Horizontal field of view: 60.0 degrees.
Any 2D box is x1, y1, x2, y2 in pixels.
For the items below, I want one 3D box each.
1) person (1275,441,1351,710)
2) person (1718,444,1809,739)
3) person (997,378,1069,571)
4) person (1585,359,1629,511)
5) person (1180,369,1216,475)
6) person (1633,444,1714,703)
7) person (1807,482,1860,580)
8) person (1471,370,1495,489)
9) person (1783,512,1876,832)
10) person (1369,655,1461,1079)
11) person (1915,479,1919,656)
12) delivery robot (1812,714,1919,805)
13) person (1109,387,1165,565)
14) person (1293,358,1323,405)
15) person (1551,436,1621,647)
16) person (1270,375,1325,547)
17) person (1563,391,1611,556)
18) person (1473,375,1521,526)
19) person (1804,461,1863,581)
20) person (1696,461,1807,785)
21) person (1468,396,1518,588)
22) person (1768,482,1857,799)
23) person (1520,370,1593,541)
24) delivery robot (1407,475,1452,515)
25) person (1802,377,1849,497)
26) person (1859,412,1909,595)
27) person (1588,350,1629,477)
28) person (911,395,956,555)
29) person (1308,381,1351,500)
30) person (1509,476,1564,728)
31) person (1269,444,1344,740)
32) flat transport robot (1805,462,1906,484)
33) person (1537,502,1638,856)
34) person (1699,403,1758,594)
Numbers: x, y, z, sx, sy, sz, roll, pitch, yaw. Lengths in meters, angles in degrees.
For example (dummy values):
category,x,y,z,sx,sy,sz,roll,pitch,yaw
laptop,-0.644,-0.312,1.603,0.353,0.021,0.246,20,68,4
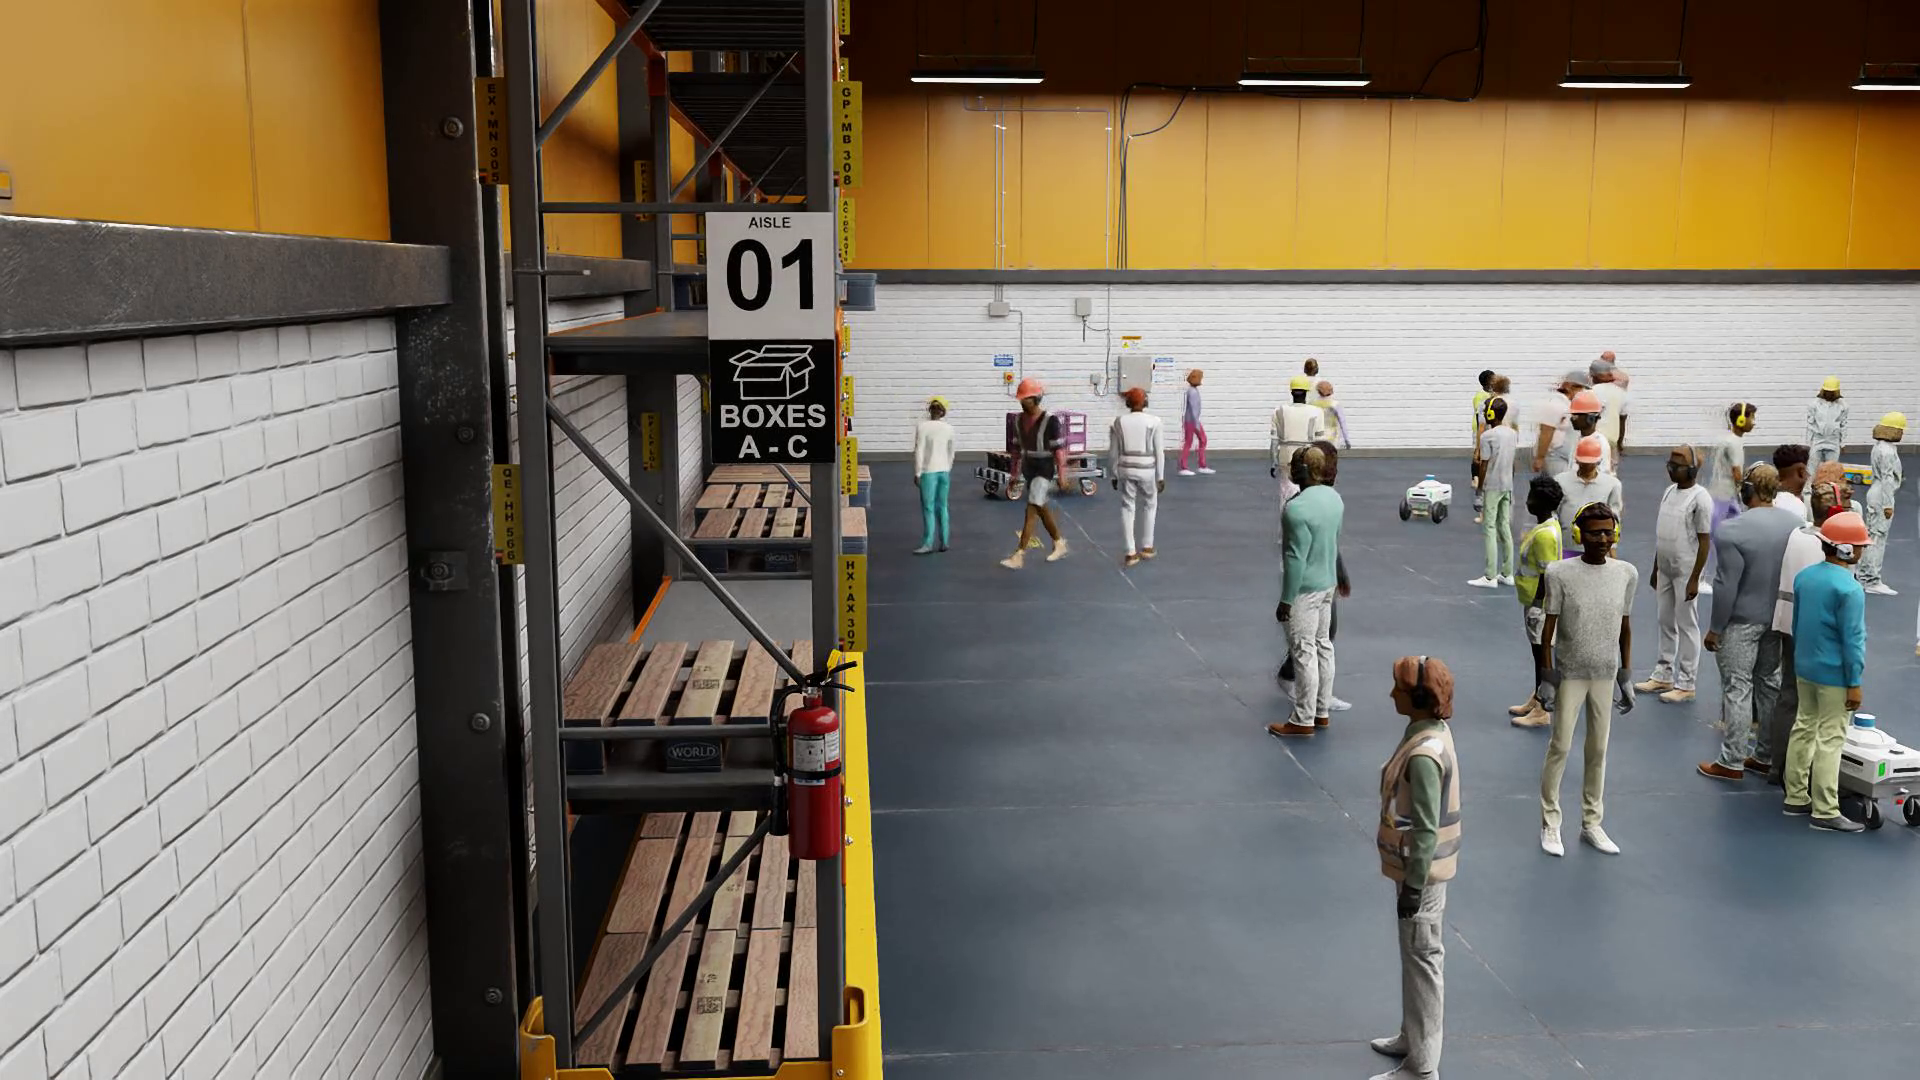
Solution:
category,x,y,z,sx,sy,sz,roll,pitch,yaw
person,2.510,0.260,11.626,0.501,1.871,0.651,7,11,36
person,5.339,0.327,11.051,0.563,1.923,0.693,2,9,10
person,0.792,-0.697,17.296,1.070,1.984,0.622,-8,12,-41
person,8.118,-1.338,21.115,0.686,2.000,1.027,-5,10,-28
person,3.629,-1.768,25.145,0.661,1.608,0.538,3,9,16
person,5.112,0.235,11.854,0.345,1.847,0.508,-2,9,-13
person,5.658,0.460,10.899,0.541,1.697,0.315,-2,9,-12
person,7.449,-1.566,23.629,0.317,1.696,0.539,6,11,35
person,4.790,0.713,9.140,0.329,1.751,0.569,-1,9,-4
person,1.708,1.235,6.220,0.305,1.639,0.522,3,9,16
person,7.833,0.049,13.063,0.430,1.836,0.626,-4,10,-26
delivery robot,5.084,1.226,9.378,0.477,0.478,0.707,-2,9,-11
person,1.899,-0.694,17.646,0.612,1.853,0.798,3,10,18
person,5.047,-1.701,24.015,0.516,1.841,0.324,3,10,20
person,5.052,0.021,13.512,0.560,1.743,0.341,4,10,21
person,3.766,-0.878,18.593,0.593,1.922,0.383,2,9,15
person,5.345,-0.256,14.315,0.378,2.041,0.616,0,9,1
person,6.537,-1.078,20.174,0.592,1.828,0.354,-1,9,-3
person,6.566,0.212,12.656,0.507,1.633,0.276,6,11,35
person,4.723,0.494,9.935,0.630,1.940,0.372,-3,10,-20
person,5.218,-0.466,16.229,0.501,1.861,0.334,-6,11,-35
person,4.966,0.578,9.699,0.372,1.843,0.570,-2,9,-11
person,6.775,-0.964,18.769,0.838,2.000,0.708,5,10,29
delivery robot,5.821,-0.563,20.608,0.477,0.478,0.707,7,11,37
person,11.153,-1.233,21.414,0.487,1.736,0.322,2,9,15
person,8.840,-0.357,15.902,0.304,1.740,0.485,3,9,17
person,9.696,-1.894,25.028,0.653,1.906,0.405,-1,9,-8
person,-0.331,-0.711,18.188,0.696,1.718,0.365,-8,12,-40
person,4.889,-1.319,22.313,0.403,1.628,0.667,-9,12,-43
person,3.898,0.414,11.196,0.318,1.697,0.535,3,9,17
person,2.271,0.338,10.913,0.372,1.940,0.627,7,11,37
flat transport robot,13.057,-0.997,24.513,0.652,0.197,1.431,-7,11,-36
person,3.286,0.724,8.707,0.514,1.872,0.328,-1,9,-4
person,7.379,-0.370,15.670,0.889,1.828,0.490,5,10,30
